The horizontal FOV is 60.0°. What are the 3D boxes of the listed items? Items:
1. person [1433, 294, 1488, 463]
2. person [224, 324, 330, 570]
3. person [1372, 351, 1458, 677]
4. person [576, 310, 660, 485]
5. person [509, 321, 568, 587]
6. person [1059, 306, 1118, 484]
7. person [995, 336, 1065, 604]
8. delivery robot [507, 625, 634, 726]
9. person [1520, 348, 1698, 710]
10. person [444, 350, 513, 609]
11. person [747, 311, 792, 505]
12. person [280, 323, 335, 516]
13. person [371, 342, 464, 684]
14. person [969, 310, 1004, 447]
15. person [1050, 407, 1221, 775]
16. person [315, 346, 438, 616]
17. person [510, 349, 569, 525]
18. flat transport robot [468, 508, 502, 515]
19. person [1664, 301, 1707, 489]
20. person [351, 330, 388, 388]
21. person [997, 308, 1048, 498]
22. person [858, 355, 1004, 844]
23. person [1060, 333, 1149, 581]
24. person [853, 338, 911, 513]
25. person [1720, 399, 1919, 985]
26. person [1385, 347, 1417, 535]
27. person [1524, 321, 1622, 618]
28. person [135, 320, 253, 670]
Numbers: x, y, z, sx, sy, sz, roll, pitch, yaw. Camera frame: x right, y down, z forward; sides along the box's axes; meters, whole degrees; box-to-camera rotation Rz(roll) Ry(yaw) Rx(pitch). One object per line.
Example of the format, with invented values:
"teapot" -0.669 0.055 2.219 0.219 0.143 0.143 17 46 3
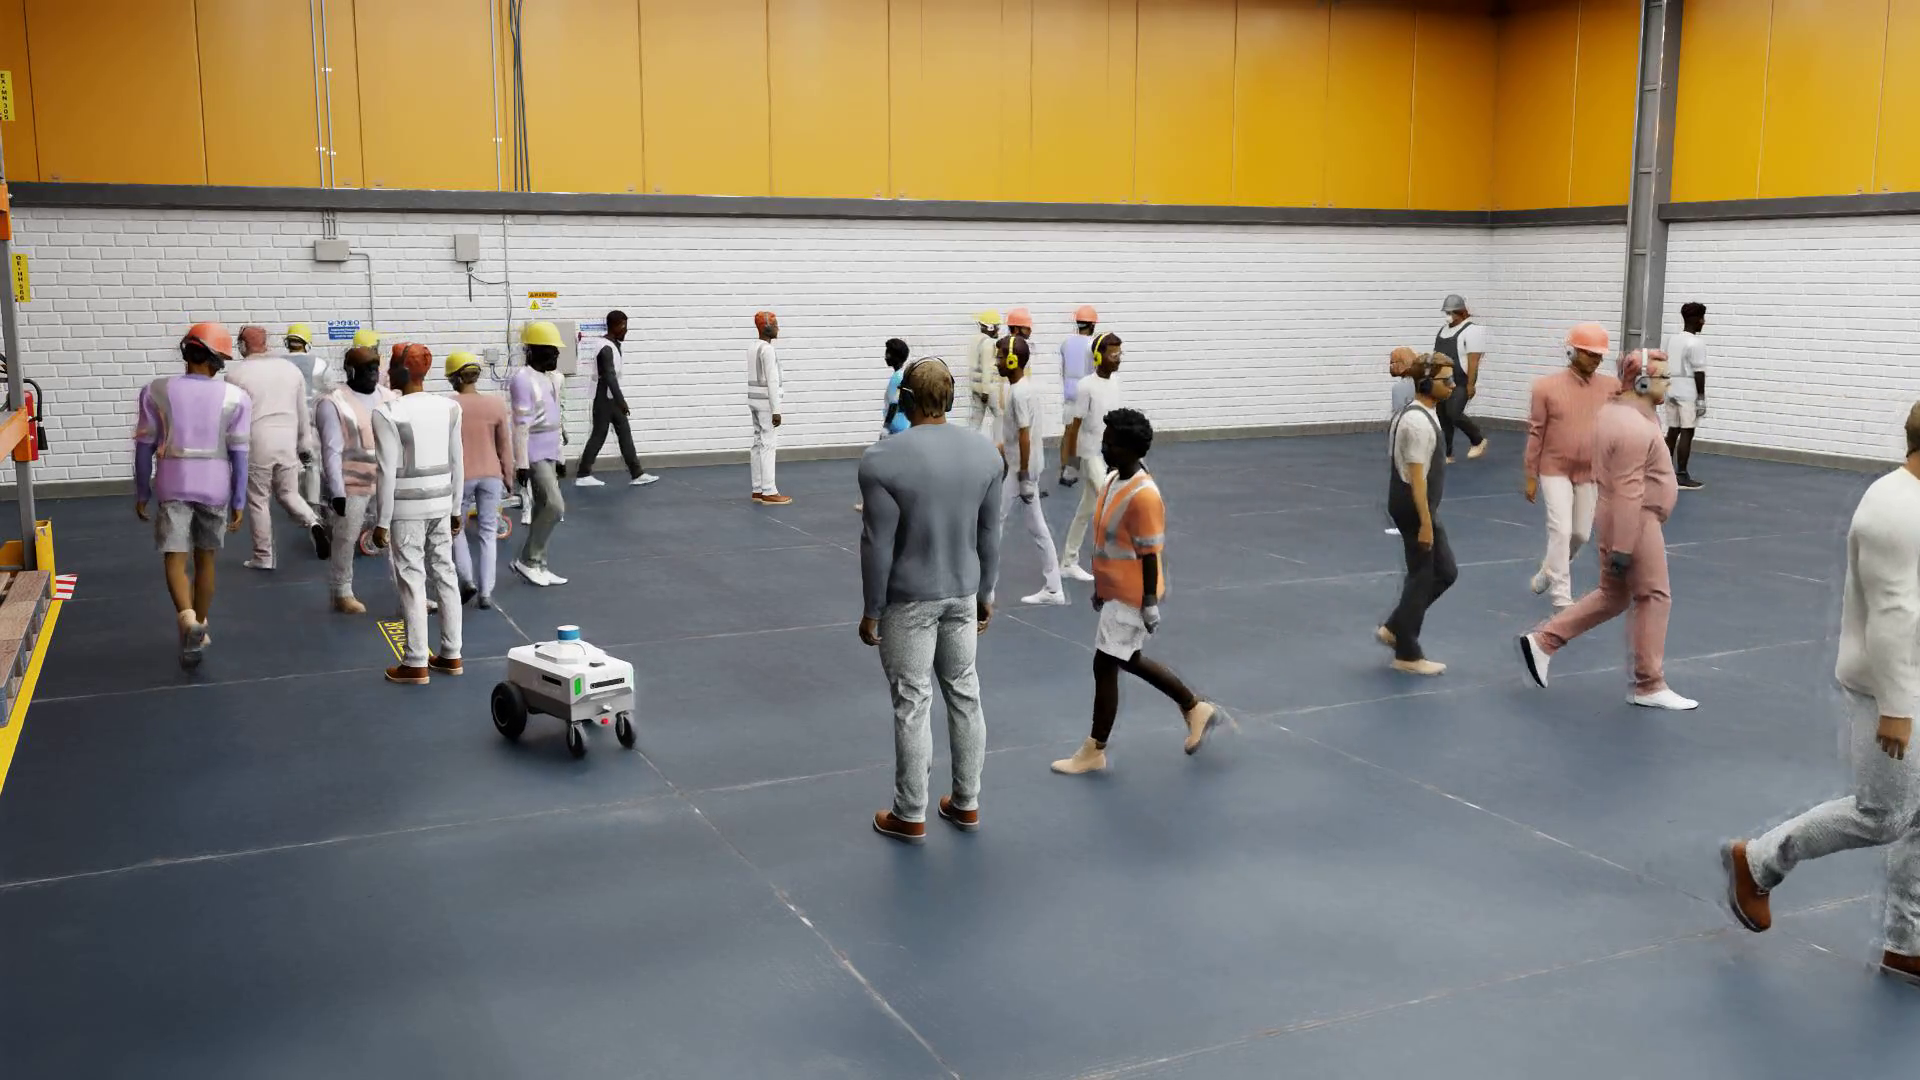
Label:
"person" 5.826 -1.901 19.578 0.635 2.000 0.686 -3 10 -21
"person" -5.152 -0.685 12.529 0.686 1.881 0.681 6 11 34
"person" 2.600 -0.137 9.285 0.405 1.827 0.534 3 10 20
"person" -3.684 -1.486 17.569 0.882 1.865 0.616 0 9 2
"person" -2.986 -0.605 11.924 0.420 1.910 0.605 1 9 7
"person" 1.361 -1.568 17.956 0.565 1.886 0.962 7 11 37
"person" 0.309 -0.459 11.287 0.908 1.834 0.536 2 9 14
"delivery robot" -1.880 0.657 8.016 0.477 0.478 0.707 -8 12 -42
"person" 3.428 -0.063 8.676 0.802 1.878 0.646 2 9 11
"person" -3.282 -0.404 11.213 0.546 1.740 0.439 -5 10 -28
"person" -1.887 -1.288 16.258 0.355 1.884 0.575 -5 10 -27
"person" -6.031 -1.089 15.296 0.586 1.801 0.523 -2 9 -13
"person" -2.990 -0.149 9.192 0.346 1.883 0.584 6 11 32
"person" 0.389 -1.832 19.846 0.682 1.805 0.601 -3 10 -18
"person" 0.815 0.227 7.514 0.769 1.673 0.534 -1 9 -8
"person" -3.841 -0.362 10.813 0.979 1.785 0.642 6 11 35
"person" -3.786 -0.960 14.986 0.523 1.638 0.310 -5 10 -27
"flat transport robot" -4.672 -0.423 15.880 0.652 0.197 1.431 -2 9 -10
"person" 7.601 -1.515 17.418 0.361 1.963 0.612 -2 9 -10
"person" -5.525 -1.142 15.900 0.872 1.731 0.518 -7 12 -37
"person" 0.481 -1.376 16.753 0.768 1.918 0.548 2 9 13
"person" -0.125 0.239 6.621 0.630 1.940 0.372 -6 11 -31
"person" 1.081 -0.569 11.997 0.935 1.822 0.520 6 11 33
"person" -0.542 -1.051 15.506 0.863 1.655 0.535 0 9 -2
"person" 2.925 0.464 5.308 0.639 1.912 0.718 -8 12 -41
"person" 3.851 -0.850 14.365 0.313 1.623 0.496 8 12 41
"person" 4.012 -0.467 10.958 0.626 1.959 0.803 0 9 -1
"person" -4.407 -0.265 9.615 0.658 1.993 0.943 -5 10 -27
